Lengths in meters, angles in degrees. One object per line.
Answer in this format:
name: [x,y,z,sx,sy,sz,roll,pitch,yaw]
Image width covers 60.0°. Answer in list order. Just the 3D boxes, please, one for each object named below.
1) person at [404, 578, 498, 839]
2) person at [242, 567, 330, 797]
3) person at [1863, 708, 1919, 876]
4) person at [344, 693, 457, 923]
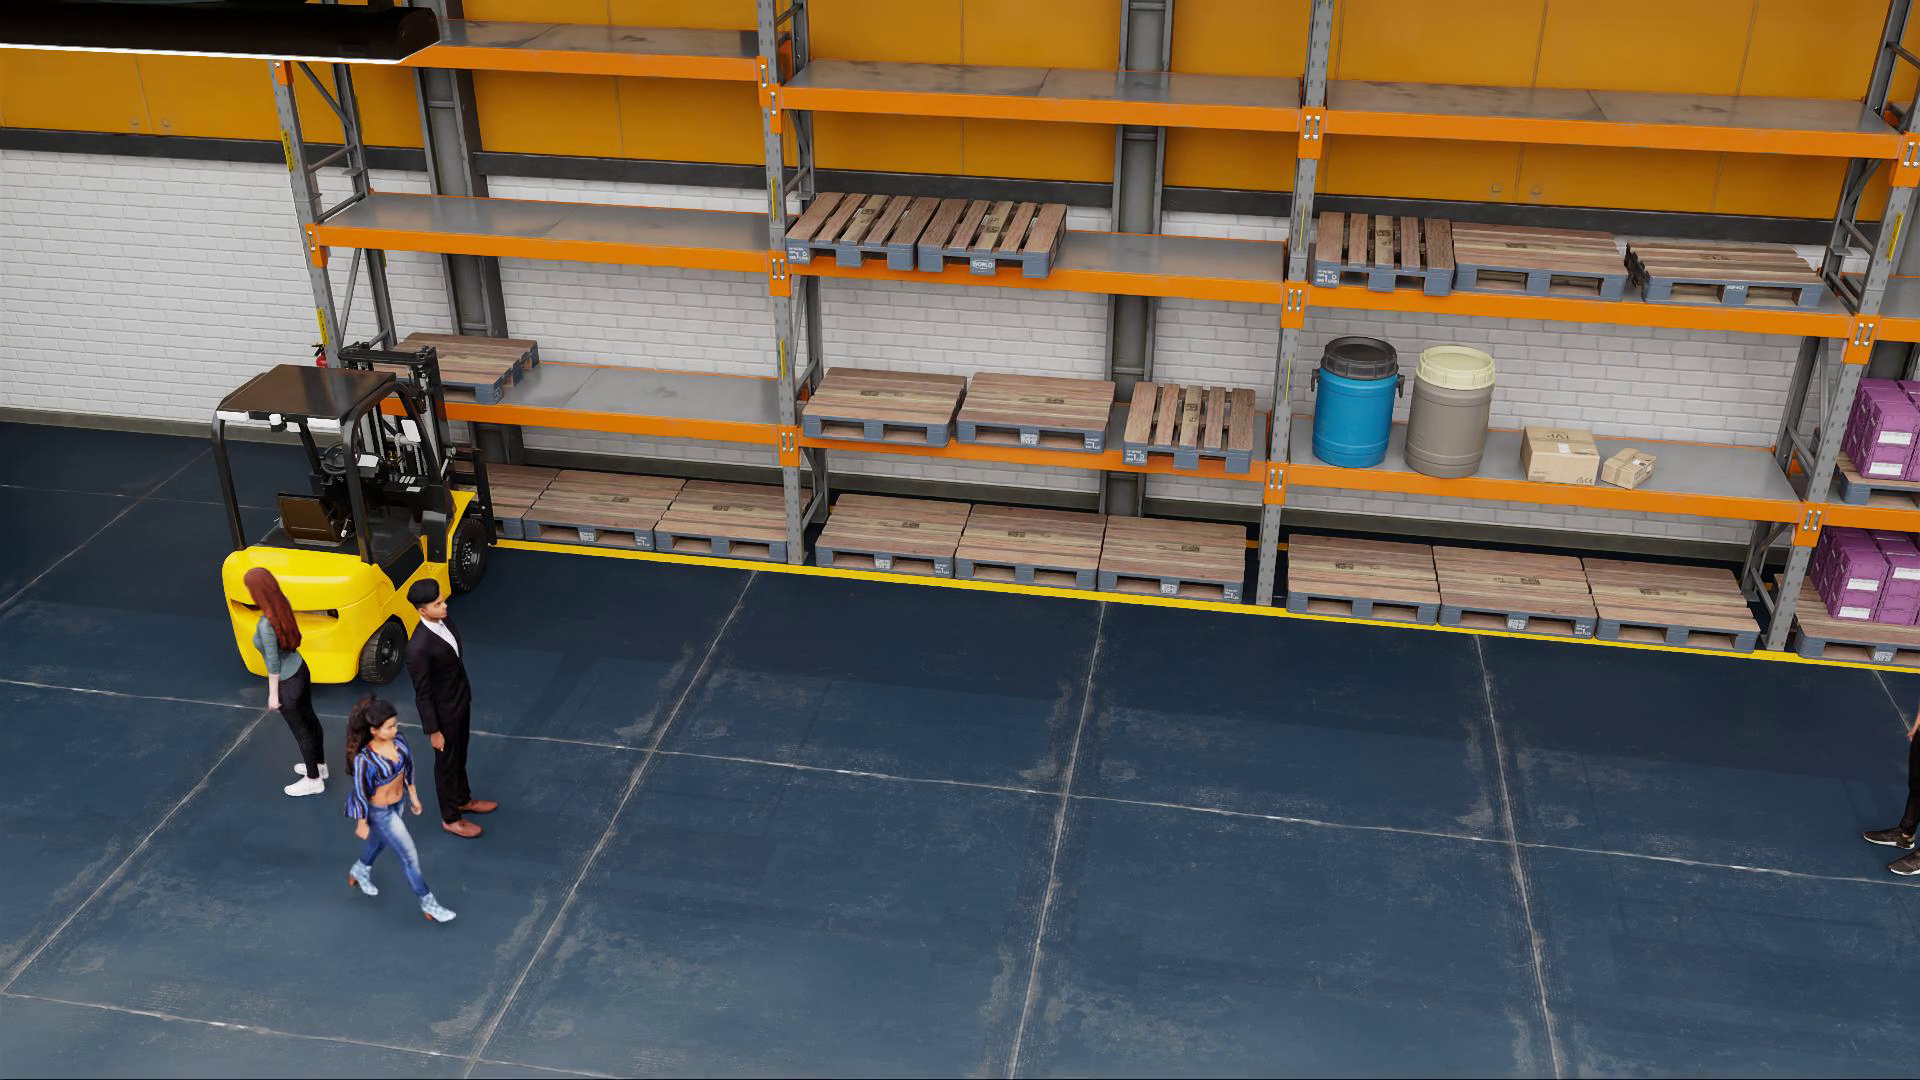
person: [-3.362,1.071,10.834,0.577,1.884,0.723,2,29,3]
person: [-4.527,0.944,11.212,0.591,1.744,0.616,0,29,0]
person: [6.210,1.275,10.494,0.616,1.852,0.702,0,29,0]
person: [-3.550,1.623,10.130,1.062,1.588,0.687,9,30,16]
